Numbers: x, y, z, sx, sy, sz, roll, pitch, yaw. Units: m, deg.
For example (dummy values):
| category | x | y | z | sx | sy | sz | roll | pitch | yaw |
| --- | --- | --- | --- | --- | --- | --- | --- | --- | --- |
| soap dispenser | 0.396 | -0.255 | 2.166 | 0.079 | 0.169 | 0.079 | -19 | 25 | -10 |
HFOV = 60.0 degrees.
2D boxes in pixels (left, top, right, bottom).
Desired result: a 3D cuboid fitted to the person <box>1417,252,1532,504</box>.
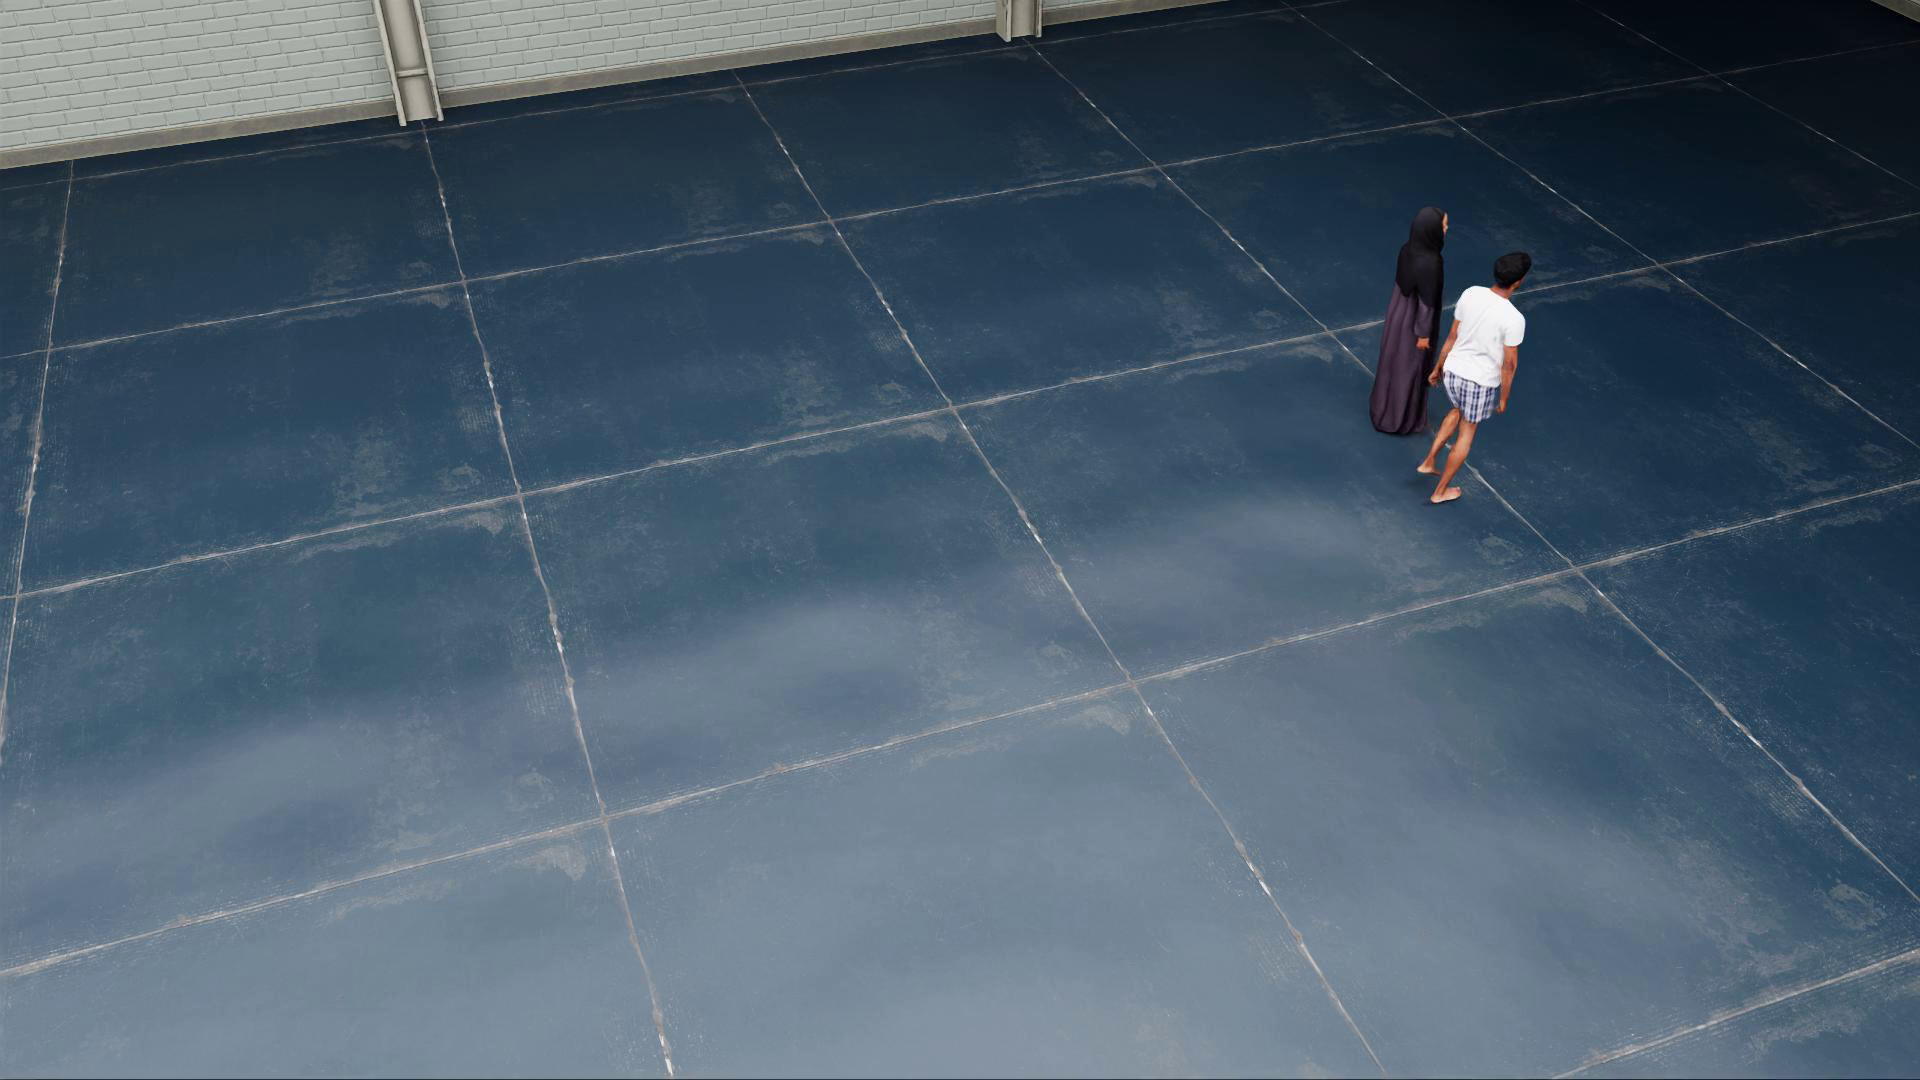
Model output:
| category | x | y | z | sx | sy | sz | roll | pitch | yaw |
| --- | --- | --- | --- | --- | --- | --- | --- | --- | --- |
| person | 3.146 | -0.980 | 10.339 | 0.739 | 1.695 | 0.744 | -22 | 43 | -26 |

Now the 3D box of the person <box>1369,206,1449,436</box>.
| category | x | y | z | sx | sy | sz | roll | pitch | yaw |
| --- | --- | --- | --- | --- | --- | --- | --- | --- | --- |
| person | 3.002 | -1.472 | 11.032 | 0.659 | 1.615 | 0.660 | -4 | 38 | -5 |
